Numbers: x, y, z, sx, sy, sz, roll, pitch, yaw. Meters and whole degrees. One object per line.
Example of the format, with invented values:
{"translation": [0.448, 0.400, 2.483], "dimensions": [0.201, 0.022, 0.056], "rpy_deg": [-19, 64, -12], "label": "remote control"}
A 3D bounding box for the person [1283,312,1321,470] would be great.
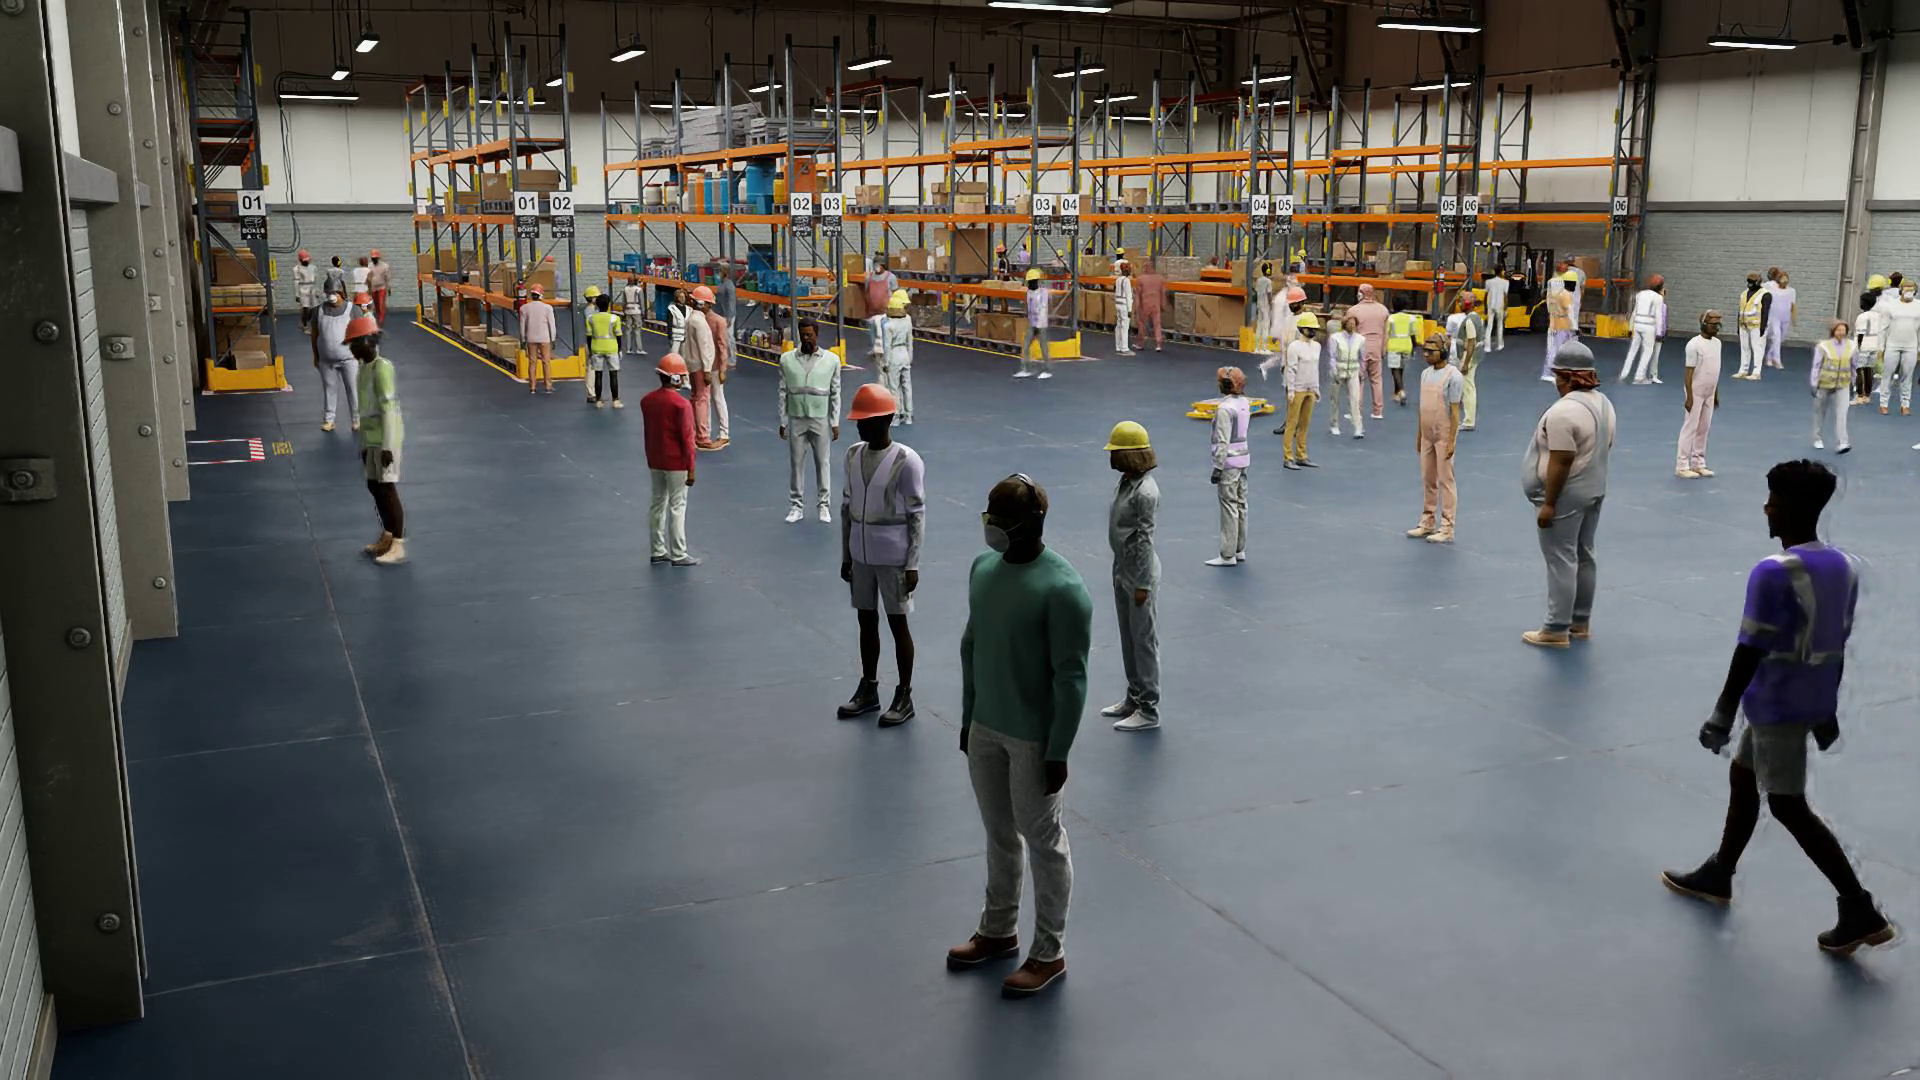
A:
{"translation": [3.889, -1.682, 18.779], "dimensions": [0.526, 1.769, 0.330], "rpy_deg": [-9, 14, -38], "label": "person"}

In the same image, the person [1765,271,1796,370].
{"translation": [15.160, -4.072, 30.812], "dimensions": [0.515, 1.823, 0.860], "rpy_deg": [0, 11, 0], "label": "person"}

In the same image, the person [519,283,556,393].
{"translation": [-6.757, -3.230, 26.677], "dimensions": [0.567, 1.750, 0.341], "rpy_deg": [0, 11, 2], "label": "person"}

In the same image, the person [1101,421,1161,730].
{"translation": [0.956, 0.196, 9.320], "dimensions": [0.336, 1.734, 0.480], "rpy_deg": [-3, 12, -15], "label": "person"}

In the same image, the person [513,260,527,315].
{"translation": [-12.363, -7.124, 46.487], "dimensions": [0.549, 1.743, 0.443], "rpy_deg": [-1, 11, -3], "label": "person"}

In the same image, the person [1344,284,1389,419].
{"translation": [5.682, -2.630, 23.317], "dimensions": [0.653, 1.892, 0.425], "rpy_deg": [-3, 11, -13], "label": "person"}

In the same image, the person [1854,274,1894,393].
{"translation": [14.681, -3.303, 26.682], "dimensions": [0.458, 1.929, 0.643], "rpy_deg": [-3, 12, -17], "label": "person"}

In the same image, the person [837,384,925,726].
{"translation": [-0.466, 0.086, 9.358], "dimensions": [0.551, 1.935, 0.371], "rpy_deg": [8, 14, 35], "label": "person"}

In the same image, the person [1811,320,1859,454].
{"translation": [10.536, -1.848, 20.055], "dimensions": [0.541, 1.584, 0.878], "rpy_deg": [2, 11, 11], "label": "person"}

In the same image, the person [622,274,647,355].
{"translation": [-6.655, -4.601, 33.944], "dimensions": [0.517, 1.636, 0.313], "rpy_deg": [6, 12, 26], "label": "person"}

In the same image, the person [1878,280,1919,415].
{"translation": [13.463, -2.749, 23.787], "dimensions": [0.626, 1.933, 0.367], "rpy_deg": [4, 12, 21], "label": "person"}

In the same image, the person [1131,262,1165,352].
{"translation": [3.943, -4.876, 34.808], "dimensions": [0.737, 1.842, 0.998], "rpy_deg": [-3, 12, -16], "label": "person"}

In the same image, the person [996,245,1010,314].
{"translation": [1.116, -6.819, 44.235], "dimensions": [0.408, 2.029, 0.614], "rpy_deg": [2, 11, 11], "label": "person"}

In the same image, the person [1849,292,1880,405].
{"translation": [13.555, -2.863, 24.977], "dimensions": [0.575, 1.692, 0.357], "rpy_deg": [-8, 14, -36], "label": "person"}

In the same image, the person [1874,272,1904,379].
{"translation": [16.238, -3.735, 28.986], "dimensions": [0.511, 1.861, 0.329], "rpy_deg": [4, 12, 21], "label": "person"}

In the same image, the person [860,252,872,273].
{"translation": [-3.047, -8.332, 52.605], "dimensions": [0.573, 1.750, 0.332], "rpy_deg": [-5, 12, -23], "label": "person"}

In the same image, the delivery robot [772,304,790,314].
{"translation": [-4.923, -6.466, 45.943], "dimensions": [0.477, 0.478, 0.707], "rpy_deg": [3, 12, 17], "label": "delivery robot"}

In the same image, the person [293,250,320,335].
{"translation": [-15.475, -5.857, 39.383], "dimensions": [0.596, 2.008, 0.644], "rpy_deg": [8, 13, 34], "label": "person"}

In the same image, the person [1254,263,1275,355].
{"translation": [6.220, -4.713, 33.920], "dimensions": [0.311, 1.869, 0.533], "rpy_deg": [-5, 12, -23], "label": "person"}

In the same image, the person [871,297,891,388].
{"translation": [-1.095, -2.812, 24.891], "dimensions": [0.515, 1.627, 0.362], "rpy_deg": [4, 12, 21], "label": "person"}

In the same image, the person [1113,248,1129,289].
{"translation": [4.430, -7.085, 45.868], "dimensions": [0.419, 1.918, 0.590], "rpy_deg": [10, 15, 42], "label": "person"}

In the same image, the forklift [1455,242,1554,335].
{"translation": [13.047, -6.049, 39.881], "dimensions": [2.313, 2.155, 1.214], "rpy_deg": [-5, 12, -23], "label": "forklift"}

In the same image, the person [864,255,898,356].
{"translation": [-1.620, -4.722, 33.529], "dimensions": [0.688, 2.000, 0.536], "rpy_deg": [3, 12, 15], "label": "person"}

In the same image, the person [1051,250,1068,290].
{"translation": [3.028, -7.947, 50.627], "dimensions": [0.527, 1.765, 0.329], "rpy_deg": [-2, 11, -9], "label": "person"}

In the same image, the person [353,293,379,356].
{"translation": [-8.456, -2.641, 23.684], "dimensions": [0.341, 1.749, 0.572], "rpy_deg": [-6, 13, -28], "label": "person"}

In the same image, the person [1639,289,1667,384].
{"translation": [11.717, -3.450, 28.113], "dimensions": [0.514, 1.634, 0.313], "rpy_deg": [-5, 12, -25], "label": "person"}

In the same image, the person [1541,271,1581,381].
{"translation": [10.431, -3.646, 28.465], "dimensions": [0.860, 1.884, 0.595], "rpy_deg": [4, 12, 18], "label": "person"}

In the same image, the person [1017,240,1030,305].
{"translation": [2.085, -8.429, 52.363], "dimensions": [0.610, 2.042, 0.396], "rpy_deg": [7, 13, 33], "label": "person"}

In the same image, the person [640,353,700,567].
{"translation": [-2.348, -0.646, 13.578], "dimensions": [0.571, 1.747, 0.344], "rpy_deg": [9, 14, 38], "label": "person"}

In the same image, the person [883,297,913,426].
{"translation": [-0.860, -2.429, 22.632], "dimensions": [0.492, 1.742, 0.319], "rpy_deg": [-10, 15, -42], "label": "person"}

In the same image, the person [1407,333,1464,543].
{"translation": [4.190, -0.896, 14.610], "dimensions": [0.339, 1.839, 0.503], "rpy_deg": [-5, 12, -23], "label": "person"}

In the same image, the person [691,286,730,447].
{"translation": [-3.121, -2.132, 20.525], "dimensions": [0.610, 1.985, 0.407], "rpy_deg": [8, 14, 35], "label": "person"}

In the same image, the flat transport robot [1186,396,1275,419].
{"translation": [3.845, -1.880, 23.598], "dimensions": [0.652, 0.197, 1.431], "rpy_deg": [8, 14, 37], "label": "flat transport robot"}

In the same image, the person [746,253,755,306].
{"translation": [-6.512, -8.093, 51.685], "dimensions": [0.307, 1.641, 0.513], "rpy_deg": [1, 11, 5], "label": "person"}

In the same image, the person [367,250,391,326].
{"translation": [-14.956, -6.476, 42.734], "dimensions": [0.640, 1.938, 1.003], "rpy_deg": [-2, 11, -9], "label": "person"}
